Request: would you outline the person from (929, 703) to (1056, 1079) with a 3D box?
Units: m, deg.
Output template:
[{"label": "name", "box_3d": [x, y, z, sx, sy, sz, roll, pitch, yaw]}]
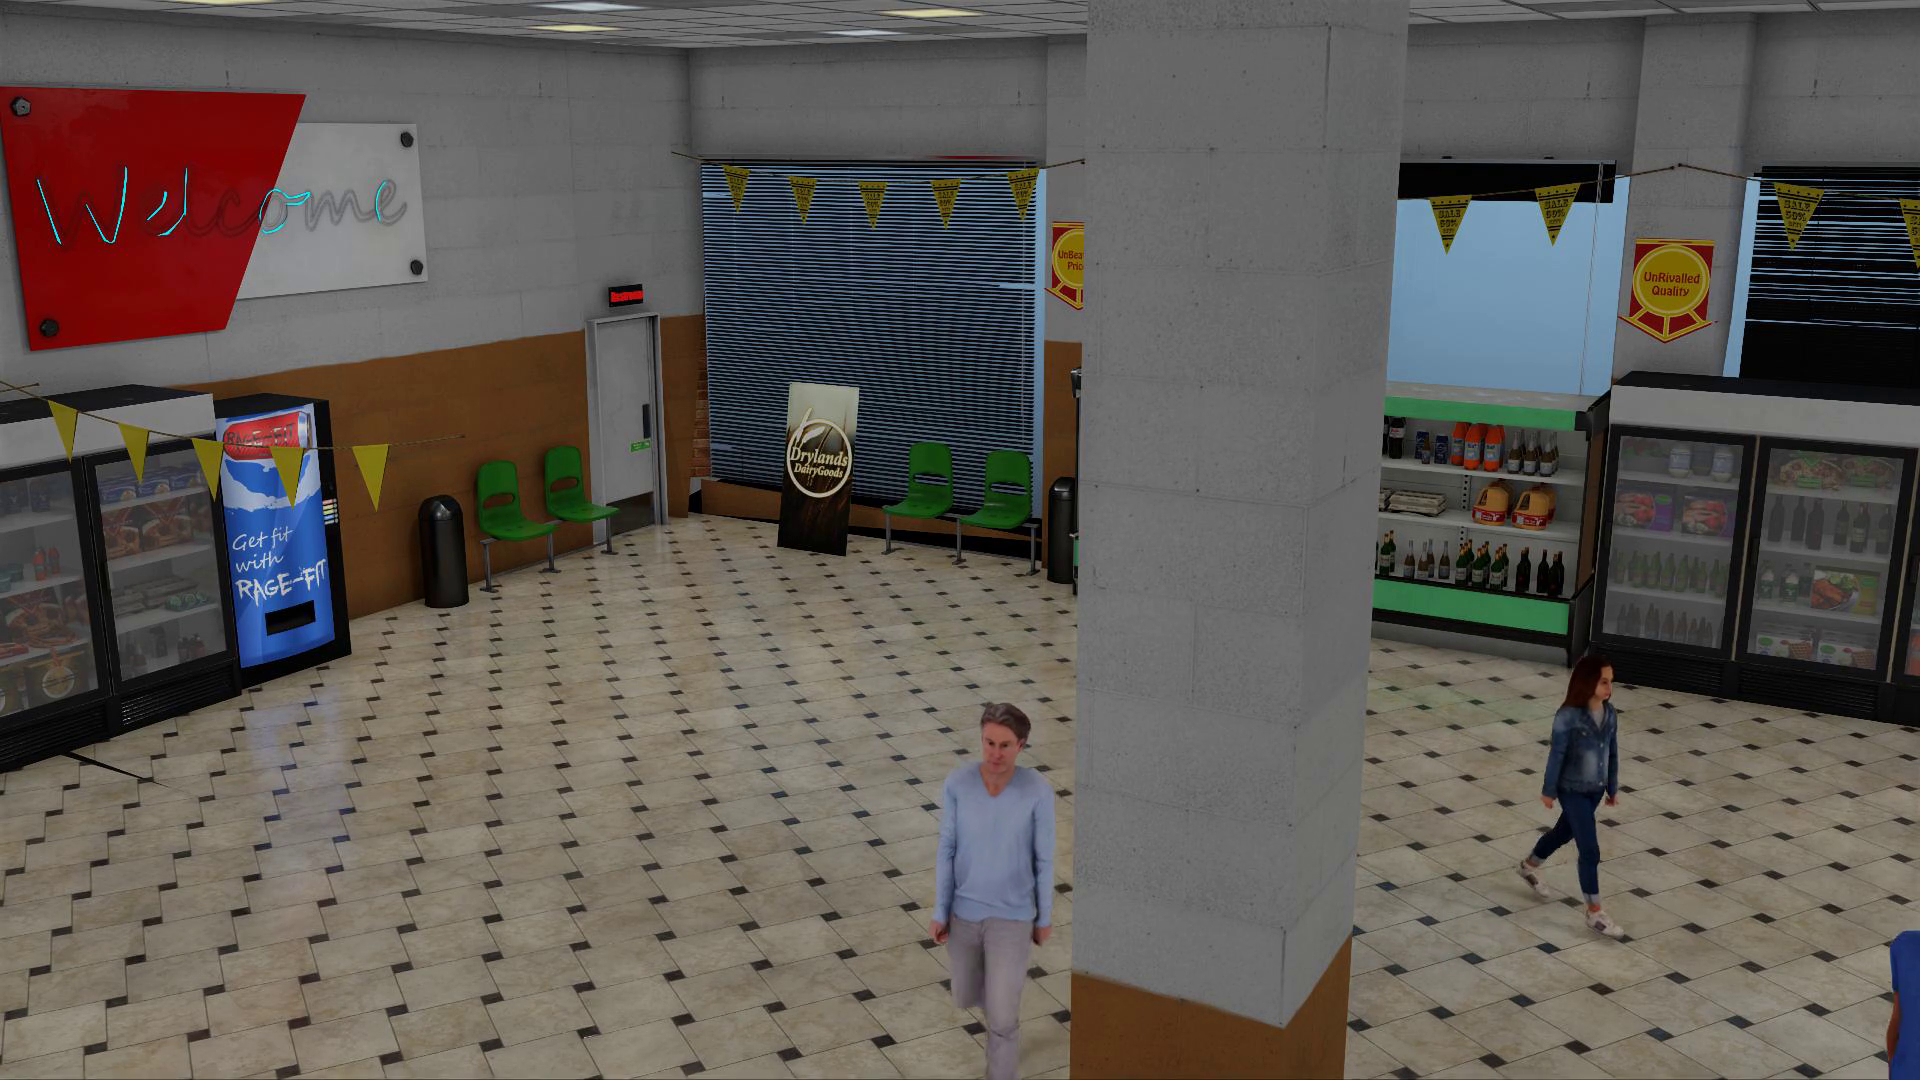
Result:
[{"label": "person", "box_3d": [0.149, 1.560, 7.014, 1.148, 1.863, 0.855, 5, 14, 18]}]

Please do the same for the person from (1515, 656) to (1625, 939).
[{"label": "person", "box_3d": [3.262, 1.316, 8.905, 0.888, 1.446, 1.077, -8, 16, -28]}]
